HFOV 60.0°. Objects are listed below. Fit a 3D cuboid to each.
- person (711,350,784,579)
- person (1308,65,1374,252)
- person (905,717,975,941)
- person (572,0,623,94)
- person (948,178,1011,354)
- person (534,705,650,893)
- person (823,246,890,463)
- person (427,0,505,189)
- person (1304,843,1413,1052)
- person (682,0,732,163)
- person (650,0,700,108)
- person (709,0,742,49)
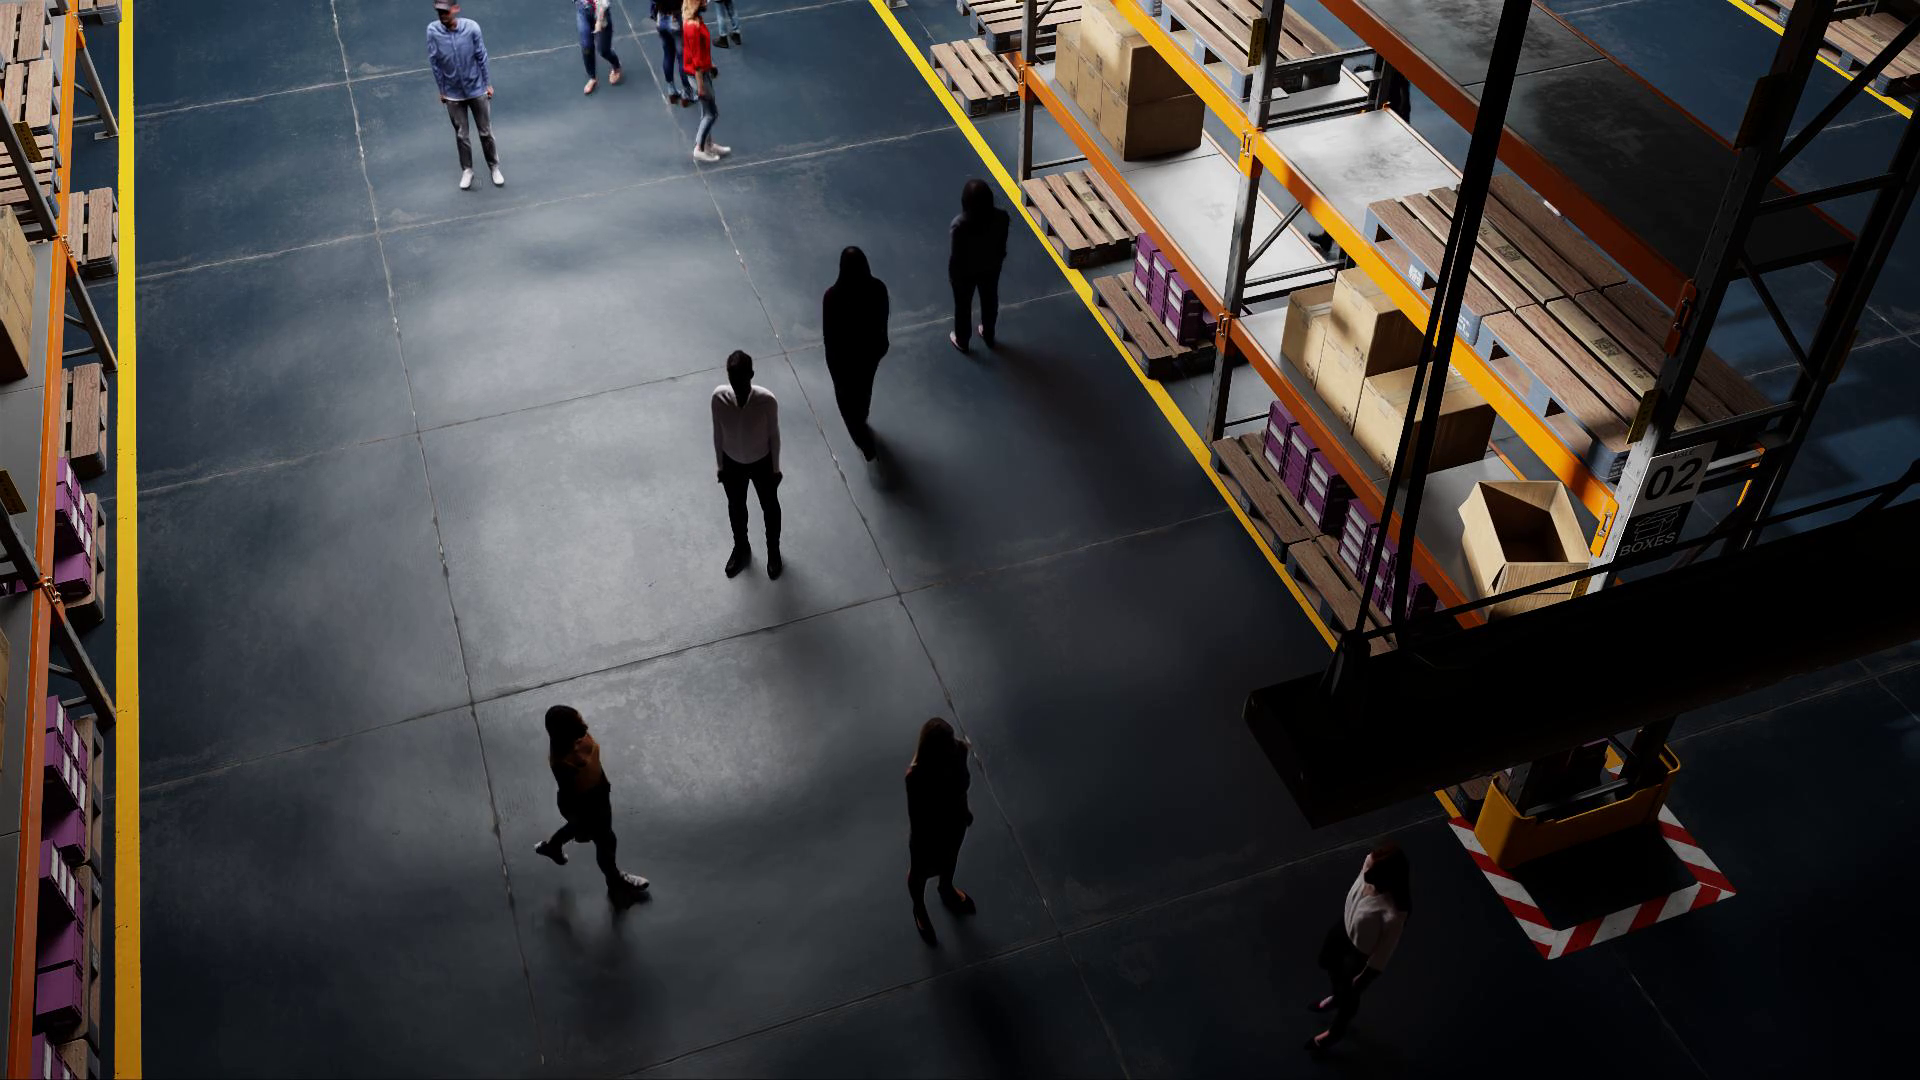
[{"bbox_3d":[-1.452,-0.555,11.447,0.714,1.873,0.731,5,44,5],"label":"person"},{"bbox_3d":[3.395,-3.183,14.291,0.885,1.755,1.047,-34,53,-31],"label":"person"},{"bbox_3d":[-0.129,1.572,9.336,0.627,1.705,0.603,-30,51,-28],"label":"person"},{"bbox_3d":[-3.603,-5.240,16.567,0.830,1.595,0.911,16,46,16],"label":"person"},{"bbox_3d":[0.149,-2.214,13.388,0.672,1.596,0.651,-17,46,-17],"label":"person"},{"bbox_3d":[-2.212,1.479,9.496,0.850,1.619,0.916,2,44,2],"label":"person"},{"bbox_3d":[-0.737,-1.365,12.396,0.689,1.736,1.009,-17,46,-17],"label":"person"},{"bbox_3d":[-4.520,-4.127,15.186,0.680,1.886,0.591,-9,44,-9],"label":"person"},{"bbox_3d":[2.153,2.121,8.723,0.745,1.756,0.592,-6,44,-6],"label":"person"},{"bbox_3d":[-2.475,-4.353,15.559,0.757,1.699,0.594,-5,44,-5],"label":"person"},{"bbox_3d":[-2.832,-5.053,16.348,0.689,1.625,0.759,20,47,20],"label":"person"},{"bbox_3d":[-2.482,-5.750,17.395,0.540,1.191,0.545,-30,51,-28],"label":"person"}]
